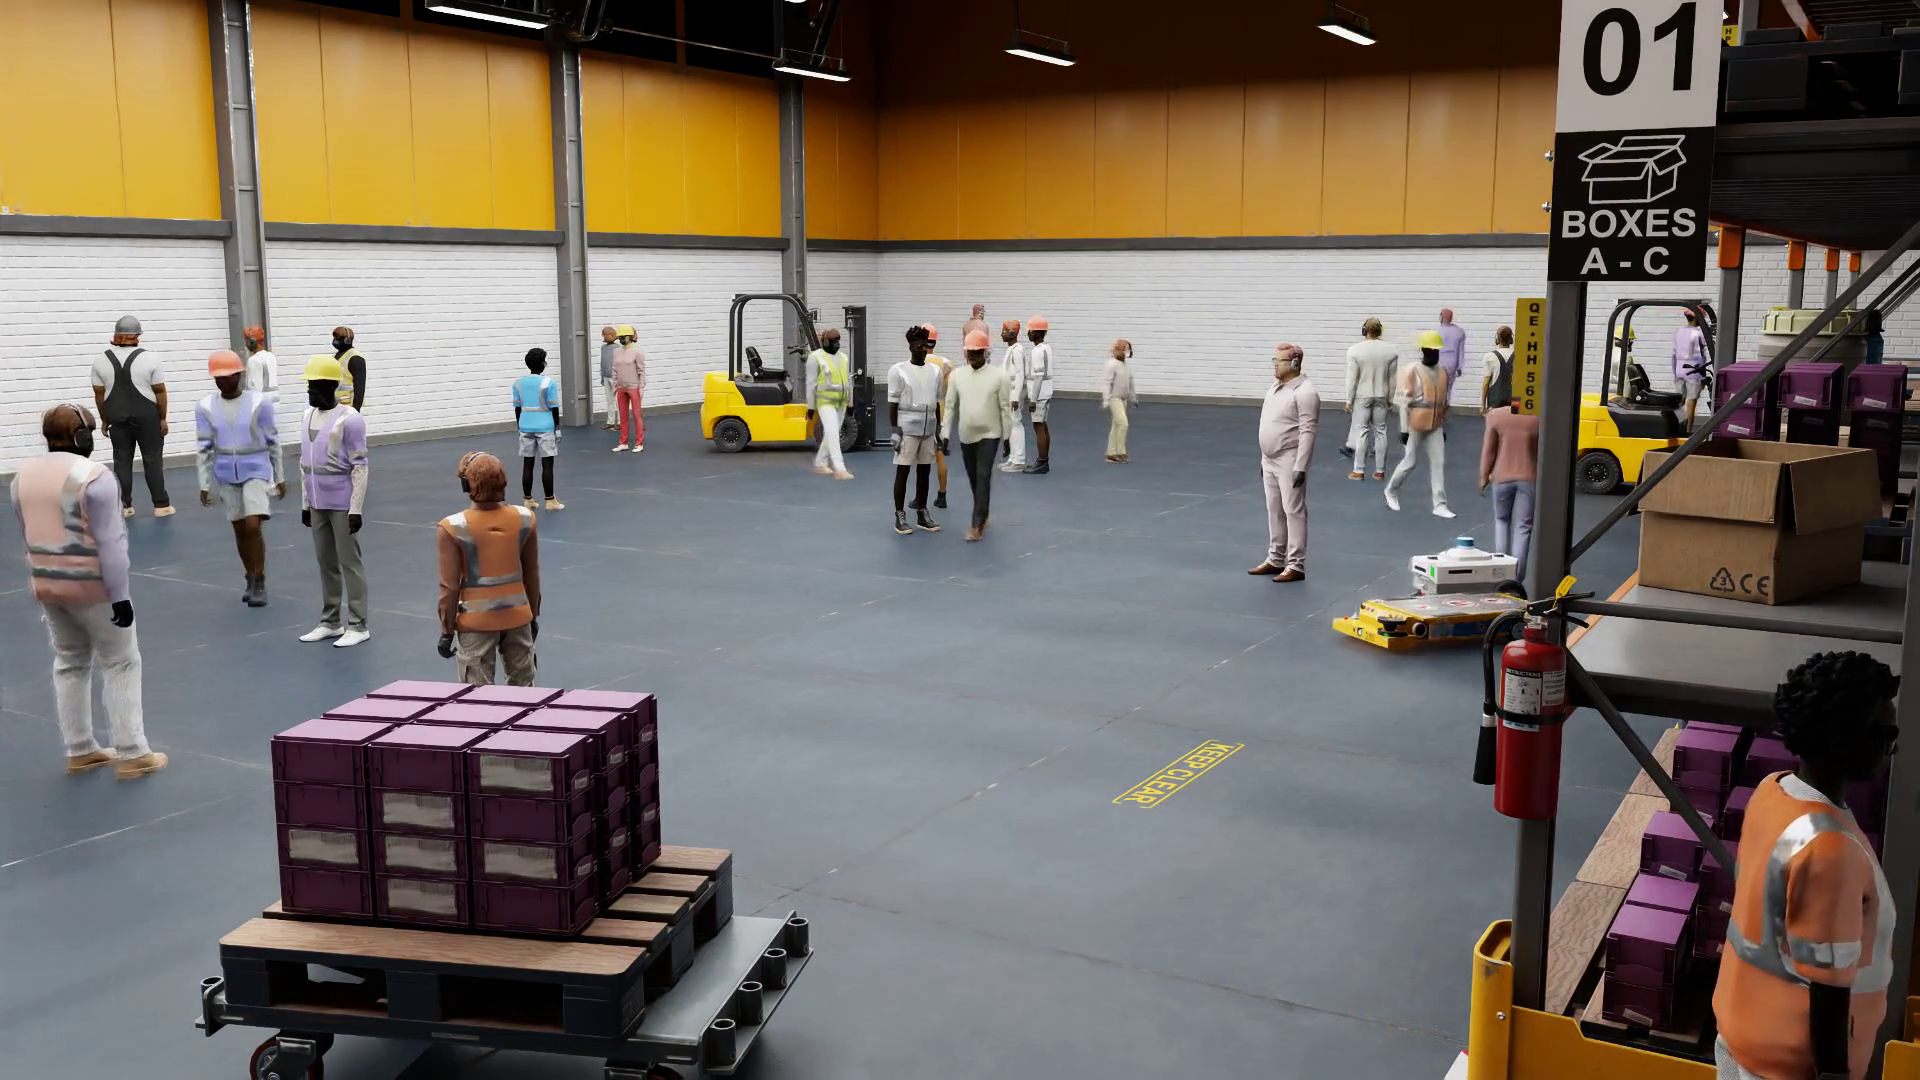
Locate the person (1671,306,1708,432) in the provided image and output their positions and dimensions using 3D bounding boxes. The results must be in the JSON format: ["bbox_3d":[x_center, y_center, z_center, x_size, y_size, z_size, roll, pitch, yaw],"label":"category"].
[{"bbox_3d":[10.455,-2.367,23.789,0.390,2.040,0.614,-3,10,-17],"label":"person"}]

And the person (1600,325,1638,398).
[{"bbox_3d":[8.249,-1.783,20.843,0.405,1.824,0.586,-1,9,-7],"label":"person"}]

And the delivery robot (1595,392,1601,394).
[{"bbox_3d":[10.186,-2.116,26.561,0.707,0.478,0.477,-5,11,-30],"label":"delivery robot"}]

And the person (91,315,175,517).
[{"bbox_3d":[-8.332,-1.247,16.806,0.675,2.000,0.537,-1,9,-6],"label":"person"}]

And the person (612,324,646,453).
[{"bbox_3d":[-4.563,-2.082,22.867,0.524,1.769,0.326,5,10,26],"label":"person"}]

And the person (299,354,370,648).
[{"bbox_3d":[-4.149,-0.259,10.981,0.590,1.930,0.359,5,11,31],"label":"person"}]

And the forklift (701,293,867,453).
[{"bbox_3d":[-2.458,-2.344,23.176,2.313,2.155,1.214,0,9,-2],"label":"forklift"}]

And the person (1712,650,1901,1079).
[{"bbox_3d":[1.753,1.060,3.478,0.317,1.695,0.540,2,9,13],"label":"person"}]

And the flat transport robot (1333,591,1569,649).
[{"bbox_3d":[3.313,0.528,11.232,1.431,0.197,0.652,-3,10,-20],"label":"flat transport robot"}]

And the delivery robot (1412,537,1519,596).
[{"bbox_3d":[3.628,0.224,11.952,0.707,0.478,0.477,-2,9,-11],"label":"delivery robot"}]

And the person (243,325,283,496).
[{"bbox_3d":[-7.729,-1.430,18.426,0.356,1.887,0.572,0,9,-1],"label":"person"}]

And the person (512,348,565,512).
[{"bbox_3d":[-4.348,-1.133,17.163,0.541,1.696,0.315,3,10,19],"label":"person"}]

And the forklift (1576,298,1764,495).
[{"bbox_3d":[7.954,-1.589,18.462,2.313,2.155,1.214,5,11,30],"label":"forklift"}]

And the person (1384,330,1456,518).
[{"bbox_3d":[4.718,-1.199,16.970,0.601,1.897,0.900,-4,10,-22],"label":"person"}]

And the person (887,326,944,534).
[{"bbox_3d":[-0.412,-1.046,15.780,0.600,1.967,0.368,-6,11,-35],"label":"person"}]

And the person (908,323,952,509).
[{"bbox_3d":[-0.347,-1.285,17.361,0.552,1.935,0.367,-4,10,-25],"label":"person"}]

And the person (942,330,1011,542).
[{"bbox_3d":[0.169,-1.001,15.601,0.637,1.946,1.045,3,10,18],"label":"person"}]

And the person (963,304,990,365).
[{"bbox_3d":[0.342,-3.317,30.148,0.409,1.905,0.651,-7,11,-37],"label":"person"}]

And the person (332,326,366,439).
[{"bbox_3d":[-7.193,-1.579,19.488,0.625,1.846,0.429,9,13,43],"label":"person"}]

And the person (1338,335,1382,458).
[{"bbox_3d":[5.394,-1.971,22.069,0.621,1.792,0.873,8,12,42],"label":"person"}]

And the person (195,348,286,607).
[{"bbox_3d":[-5.321,-0.454,12.251,0.566,1.907,0.693,-1,9,-6],"label":"person"}]

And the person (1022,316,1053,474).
[{"bbox_3d":[0.950,-1.777,20.438,0.360,1.936,0.544,2,9,14],"label":"person"}]

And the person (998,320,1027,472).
[{"bbox_3d":[0.661,-1.781,20.626,0.337,1.882,0.585,-1,9,-6],"label":"person"}]

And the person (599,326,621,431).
[{"bbox_3d":[-5.461,-2.526,26.056,0.503,1.631,0.283,8,12,42],"label":"person"}]

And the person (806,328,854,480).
[{"bbox_3d":[-1.552,-1.649,20.061,0.865,1.809,0.643,8,12,40],"label":"person"}]

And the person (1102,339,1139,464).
[{"bbox_3d":[2.100,-1.783,21.471,0.573,1.601,0.624,7,11,37],"label":"person"}]

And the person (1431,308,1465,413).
[{"bbox_3d":[8.028,-2.884,27.505,0.650,1.888,0.664,-1,9,-6],"label":"person"}]

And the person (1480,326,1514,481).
[{"bbox_3d":[6.417,-1.606,19.674,0.504,1.840,0.345,1,9,7],"label":"person"}]

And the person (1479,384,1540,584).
[{"bbox_3d":[4.315,-0.460,12.802,0.560,1.742,0.638,5,10,28],"label":"person"}]

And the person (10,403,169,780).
[{"bbox_3d":[-4.264,0.255,8.083,0.667,1.830,0.446,4,10,22],"label":"person"}]

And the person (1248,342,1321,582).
[{"bbox_3d":[2.590,-0.624,13.322,0.410,1.912,0.643,-3,10,-20],"label":"person"}]

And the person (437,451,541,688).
[{"bbox_3d":[-2.176,0.407,7.726,0.514,1.642,0.310,-9,12,-43],"label":"person"}]

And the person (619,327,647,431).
[{"bbox_3d":[-5.139,-2.512,25.969,0.507,1.633,0.278,2,9,14],"label":"person"}]

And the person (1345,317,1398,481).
[{"bbox_3d":[4.865,-1.666,19.737,0.631,1.940,0.372,-1,9,-9],"label":"person"}]
